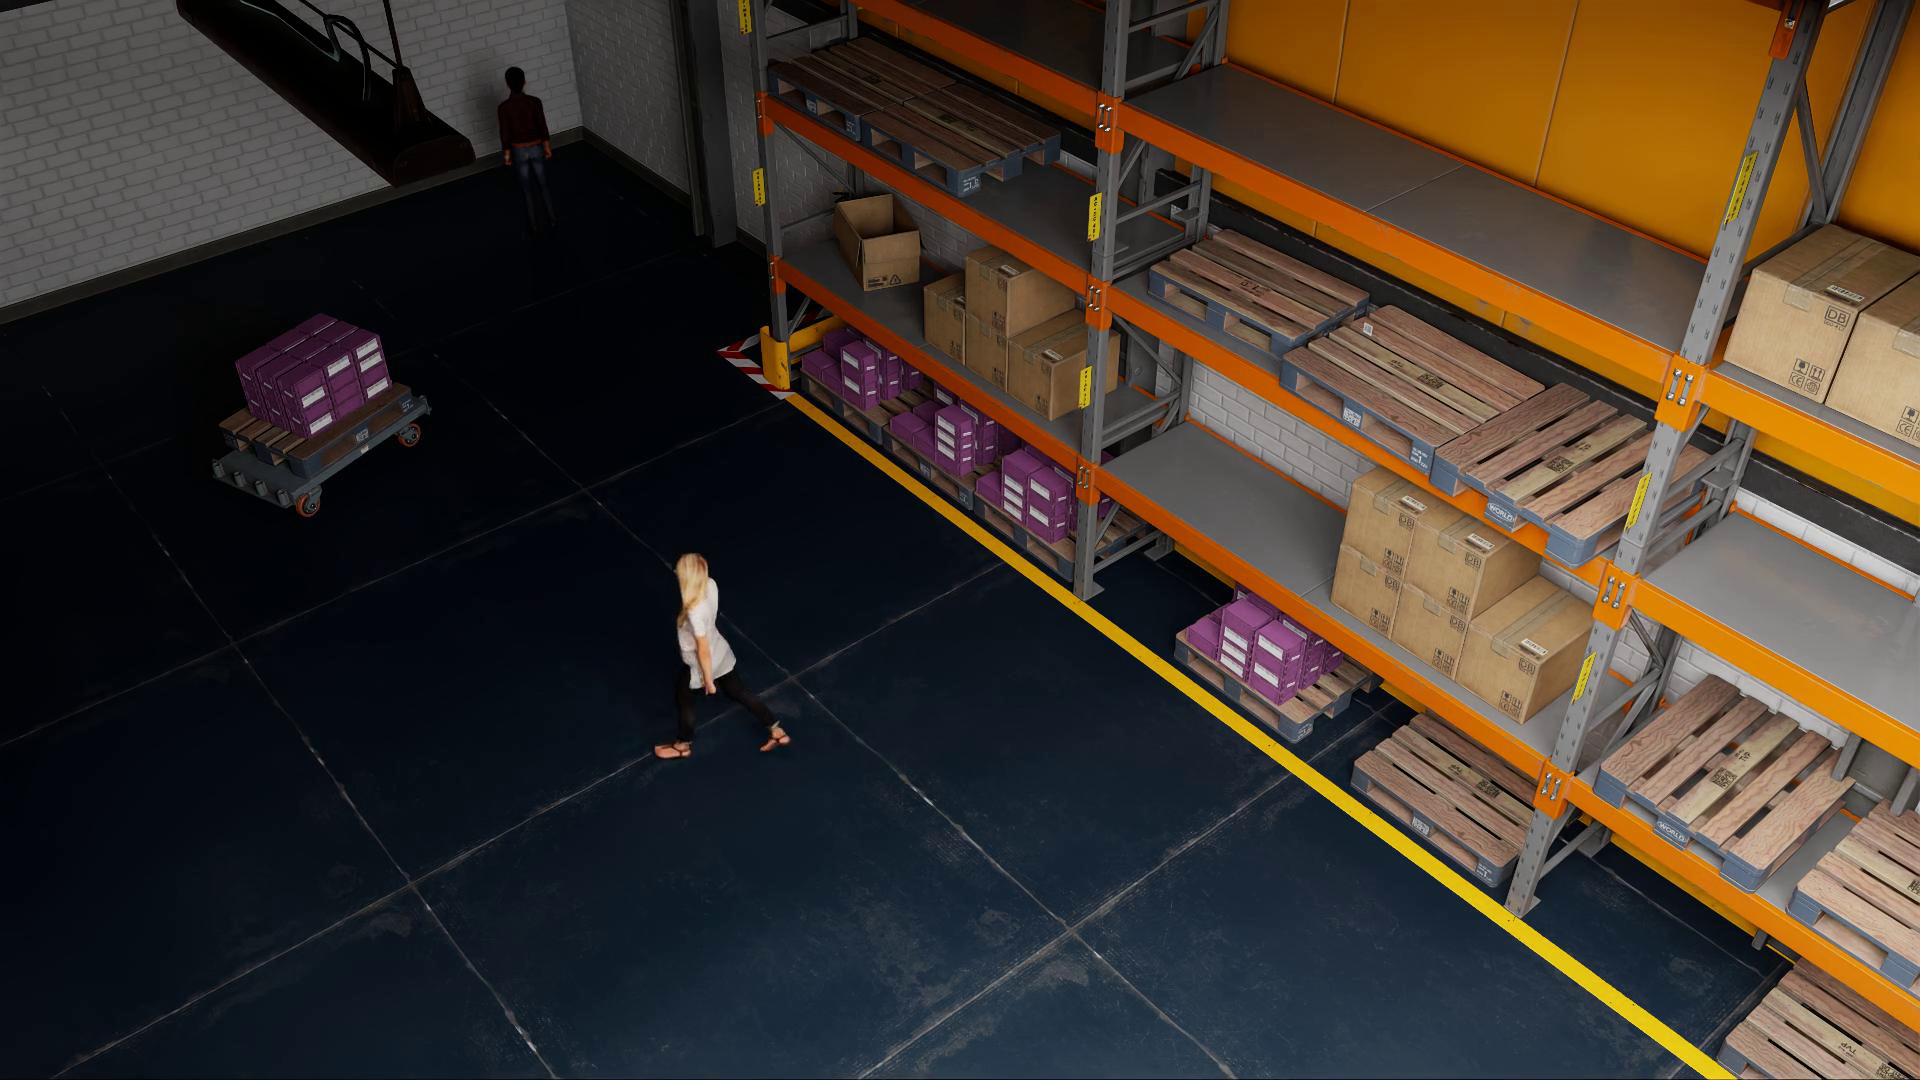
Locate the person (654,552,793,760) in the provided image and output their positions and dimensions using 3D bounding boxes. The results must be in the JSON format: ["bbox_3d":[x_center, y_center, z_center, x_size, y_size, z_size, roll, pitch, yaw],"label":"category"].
[{"bbox_3d":[-1.571,0.802,11.037,1.191,1.787,1.105,5,39,6],"label":"person"}]

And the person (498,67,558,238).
[{"bbox_3d":[-4.420,-3.970,17.019,0.698,1.779,0.595,-17,42,-21],"label":"person"}]
